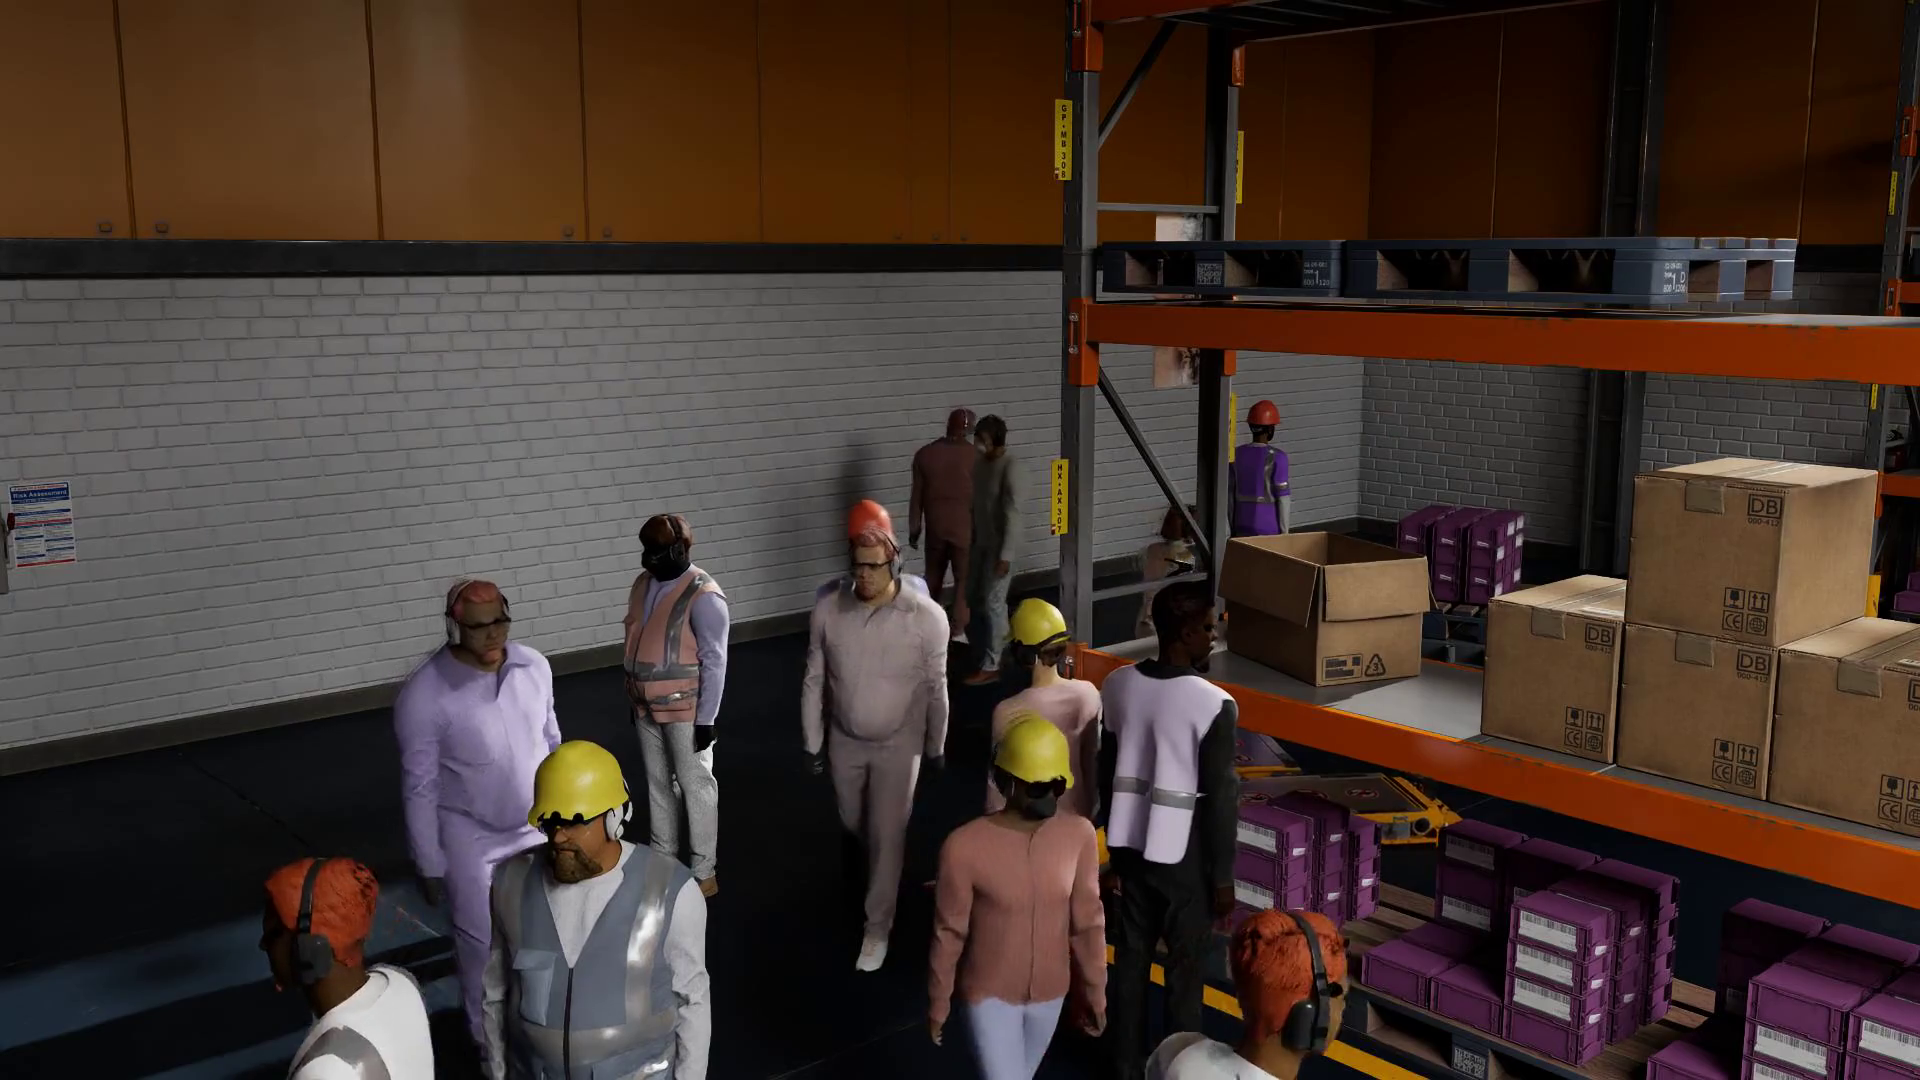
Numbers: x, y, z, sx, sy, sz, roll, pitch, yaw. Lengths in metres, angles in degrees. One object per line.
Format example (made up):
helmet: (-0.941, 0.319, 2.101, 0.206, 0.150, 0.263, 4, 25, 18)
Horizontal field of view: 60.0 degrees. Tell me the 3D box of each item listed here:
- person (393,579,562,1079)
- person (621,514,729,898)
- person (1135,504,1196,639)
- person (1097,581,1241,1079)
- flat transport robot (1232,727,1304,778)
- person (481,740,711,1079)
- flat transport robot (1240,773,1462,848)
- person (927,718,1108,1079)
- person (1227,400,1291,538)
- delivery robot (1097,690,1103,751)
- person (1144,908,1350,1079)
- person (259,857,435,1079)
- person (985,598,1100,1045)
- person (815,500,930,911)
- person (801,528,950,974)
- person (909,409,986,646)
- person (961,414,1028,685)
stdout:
person: (-1.707, 1.067, 6.047, 0.440, 1.894, 0.676, 8, 13, 40)
person: (-1.360, 0.791, 7.833, 0.625, 1.844, 0.429, 9, 13, 41)
person: (1.215, 0.584, 9.712, 0.502, 1.619, 0.588, -7, 12, -34)
person: (0.722, 1.094, 5.839, 0.393, 1.916, 0.590, -8, 13, -40)
flat transport robot: (1.506, 1.256, 9.700, 0.652, 0.197, 1.431, -1, 10, -5)
person: (-0.948, 1.398, 4.305, 0.600, 1.829, 0.404, 1, 10, 7)
flat transport robot: (1.892, 1.425, 8.710, 1.431, 0.197, 0.652, -1, 10, -6)
person: (0.168, 1.342, 4.995, 0.531, 1.710, 0.921, -5, 11, -26)
person: (2.301, -0.102, 12.773, 0.542, 1.939, 0.362, 8, 13, 41)
delivery robot: (0.766, 1.038, 9.870, 0.477, 0.478, 0.707, 5, 11, 28)
person: (0.614, 1.581, 3.167, 0.828, 1.846, 0.588, -6, 11, -30)
person: (-1.254, 1.539, 3.514, 1.013, 1.831, 0.588, 0, 10, 0)
person: (0.305, 1.091, 6.310, 0.528, 1.765, 0.335, -7, 12, -37)
person: (-0.401, 0.754, 7.868, 0.562, 1.903, 0.780, -1, 10, -4)
person: (-0.367, 0.856, 7.368, 0.653, 1.875, 0.900, 3, 10, 14)
person: (-0.049, -0.101, 13.054, 0.680, 1.858, 0.694, 3, 10, 17)
person: (0.226, 0.063, 11.834, 0.521, 1.928, 0.655, -5, 11, -29)
